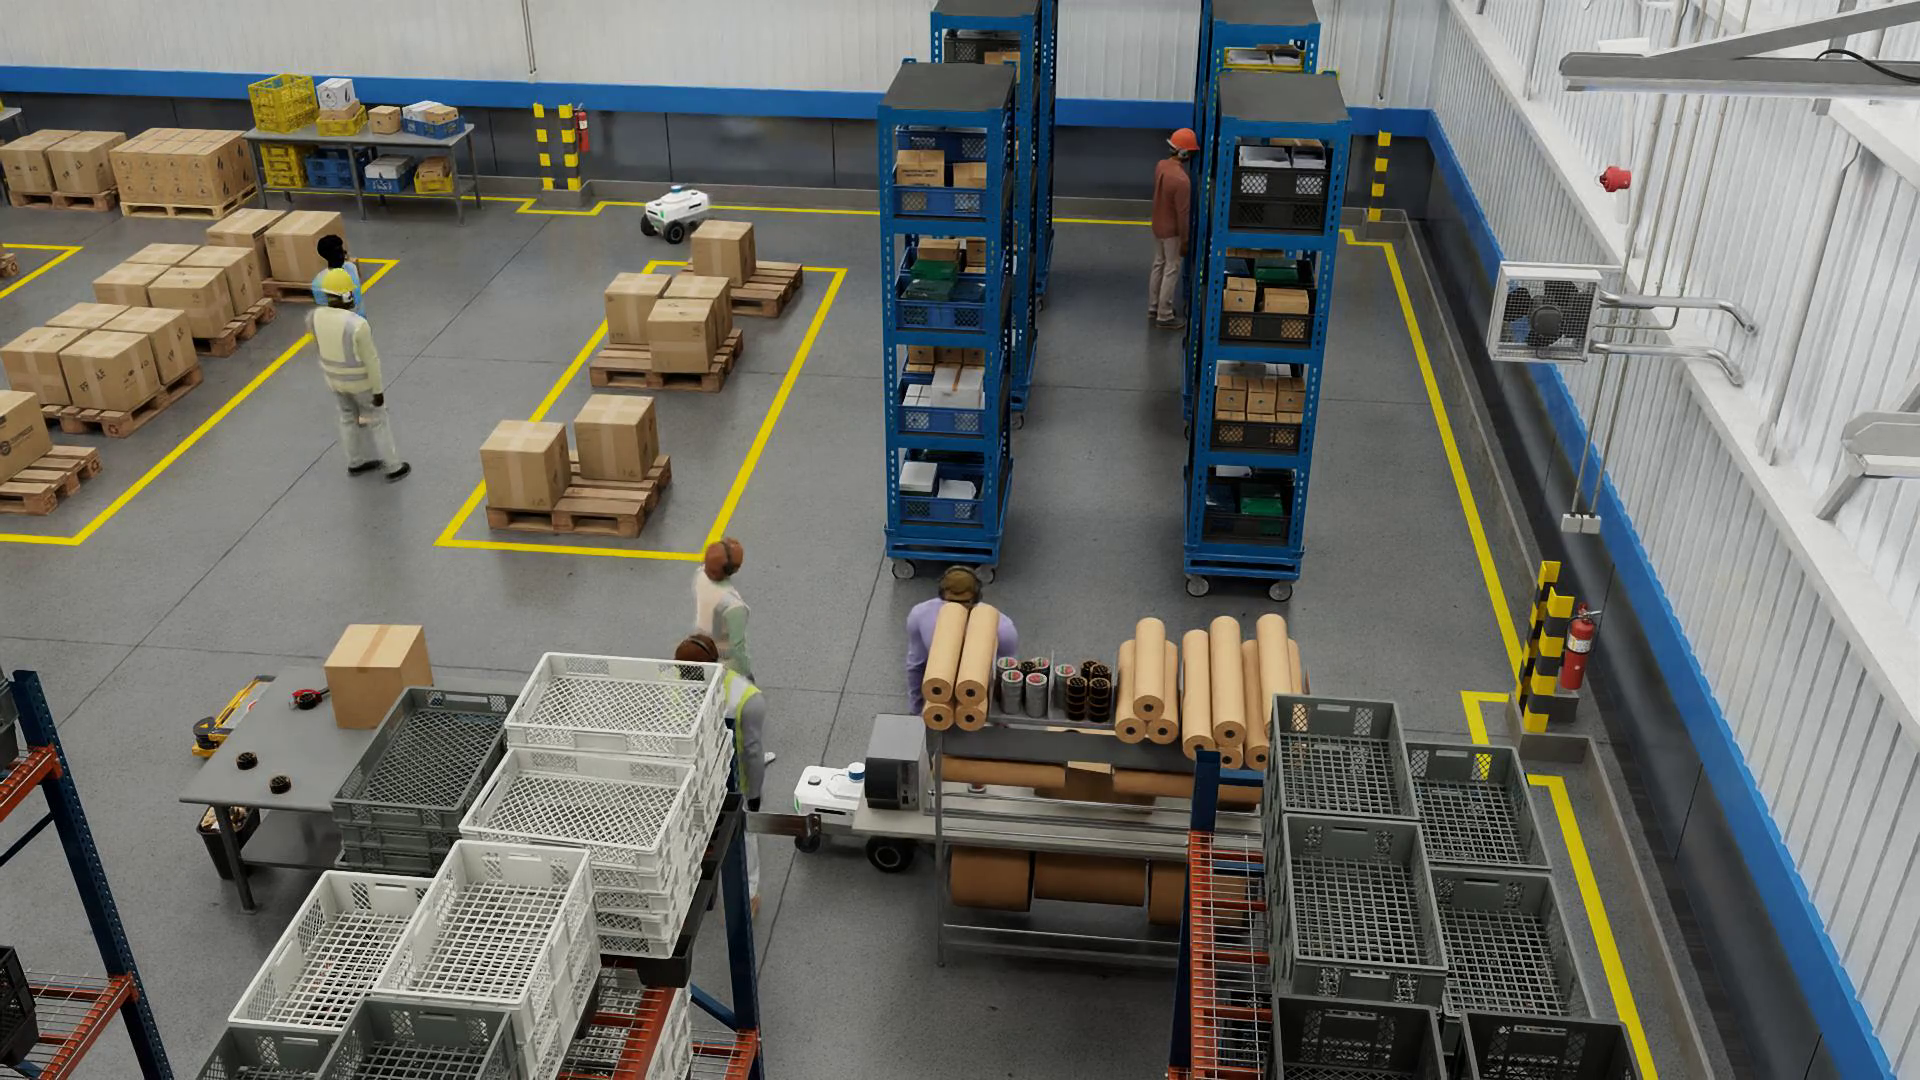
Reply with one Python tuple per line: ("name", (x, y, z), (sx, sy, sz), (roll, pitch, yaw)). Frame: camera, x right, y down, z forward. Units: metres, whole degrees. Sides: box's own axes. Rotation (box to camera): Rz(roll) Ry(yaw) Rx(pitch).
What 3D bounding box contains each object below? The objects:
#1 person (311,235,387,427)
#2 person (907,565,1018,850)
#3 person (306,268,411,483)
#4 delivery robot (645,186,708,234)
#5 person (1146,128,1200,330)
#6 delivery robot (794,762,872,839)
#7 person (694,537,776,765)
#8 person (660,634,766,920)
("person", (-5.298, -1.826, 14.374), (0.317, 1.696, 0.539), (9, 31, 16))
("person", (0.009, 0.951, 9.379), (0.630, 1.932, 0.366), (9, 31, 14))
("person", (-4.857, -1.303, 13.360), (0.599, 1.818, 0.433), (11, 32, 18))
("delivery robot", (-3.174, -3.733, 18.689), (0.477, 0.478, 0.707), (25, 38, 36))
("person", (2.072, -3.018, 16.144), (0.410, 1.980, 0.629), (-9, 31, -16))
("delivery robot", (-0.595, 1.514, 9.675), (0.707, 0.478, 0.477), (6, 31, 10))
("person", (-1.418, 0.704, 10.097), (0.445, 1.626, 0.556), (-19, 35, -29))
("person", (-1.324, 1.279, 8.917), (0.629, 1.833, 0.429), (9, 31, 15))
